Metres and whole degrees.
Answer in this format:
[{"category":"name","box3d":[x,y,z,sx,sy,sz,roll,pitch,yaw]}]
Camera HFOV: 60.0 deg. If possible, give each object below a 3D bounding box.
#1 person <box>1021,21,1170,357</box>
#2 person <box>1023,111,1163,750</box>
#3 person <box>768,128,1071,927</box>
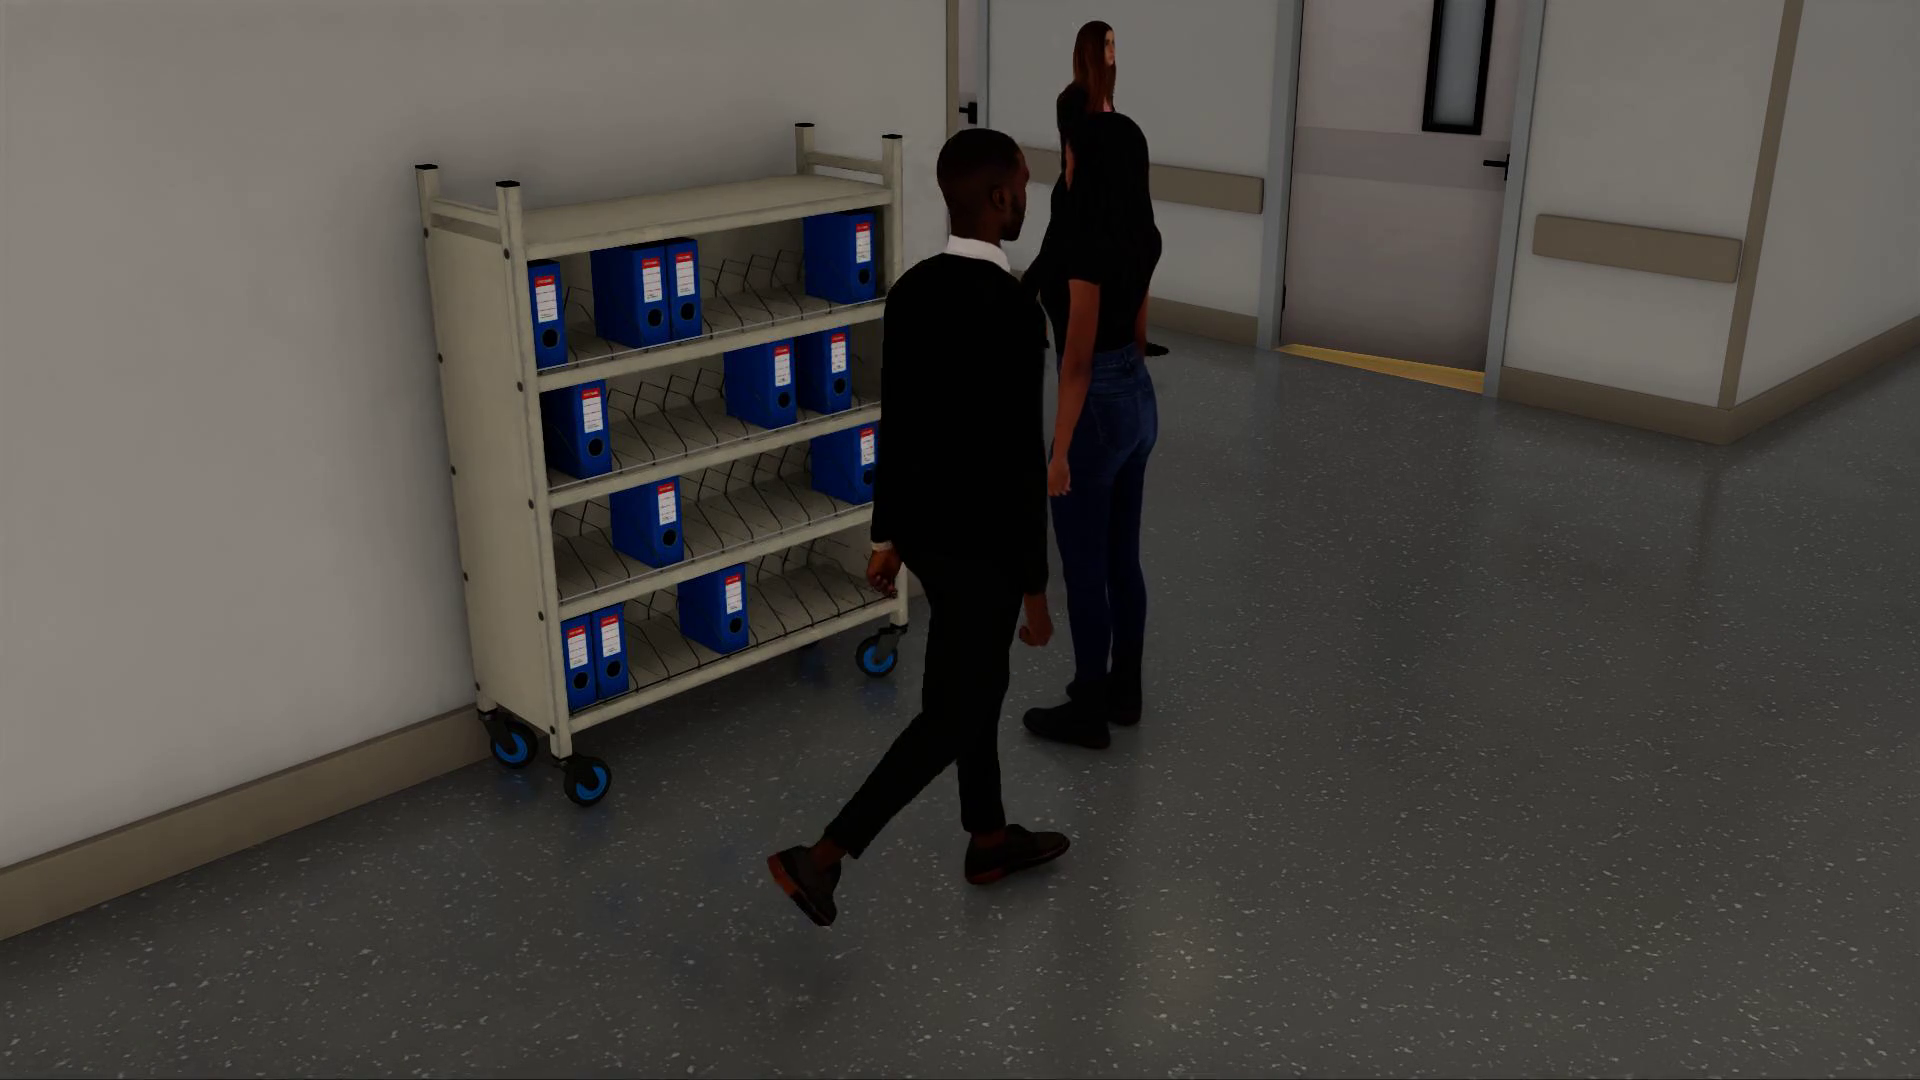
[{"category":"person","box3d":[0.535,-1.739,8.495,0.815,1.663,1.136,14,25,33]},{"category":"person","box3d":[0.403,-0.277,4.533,0.672,1.735,0.537,12,24,30]},{"category":"person","box3d":[-0.072,0.051,3.604,1.135,1.780,0.797,-17,26,-37]}]
